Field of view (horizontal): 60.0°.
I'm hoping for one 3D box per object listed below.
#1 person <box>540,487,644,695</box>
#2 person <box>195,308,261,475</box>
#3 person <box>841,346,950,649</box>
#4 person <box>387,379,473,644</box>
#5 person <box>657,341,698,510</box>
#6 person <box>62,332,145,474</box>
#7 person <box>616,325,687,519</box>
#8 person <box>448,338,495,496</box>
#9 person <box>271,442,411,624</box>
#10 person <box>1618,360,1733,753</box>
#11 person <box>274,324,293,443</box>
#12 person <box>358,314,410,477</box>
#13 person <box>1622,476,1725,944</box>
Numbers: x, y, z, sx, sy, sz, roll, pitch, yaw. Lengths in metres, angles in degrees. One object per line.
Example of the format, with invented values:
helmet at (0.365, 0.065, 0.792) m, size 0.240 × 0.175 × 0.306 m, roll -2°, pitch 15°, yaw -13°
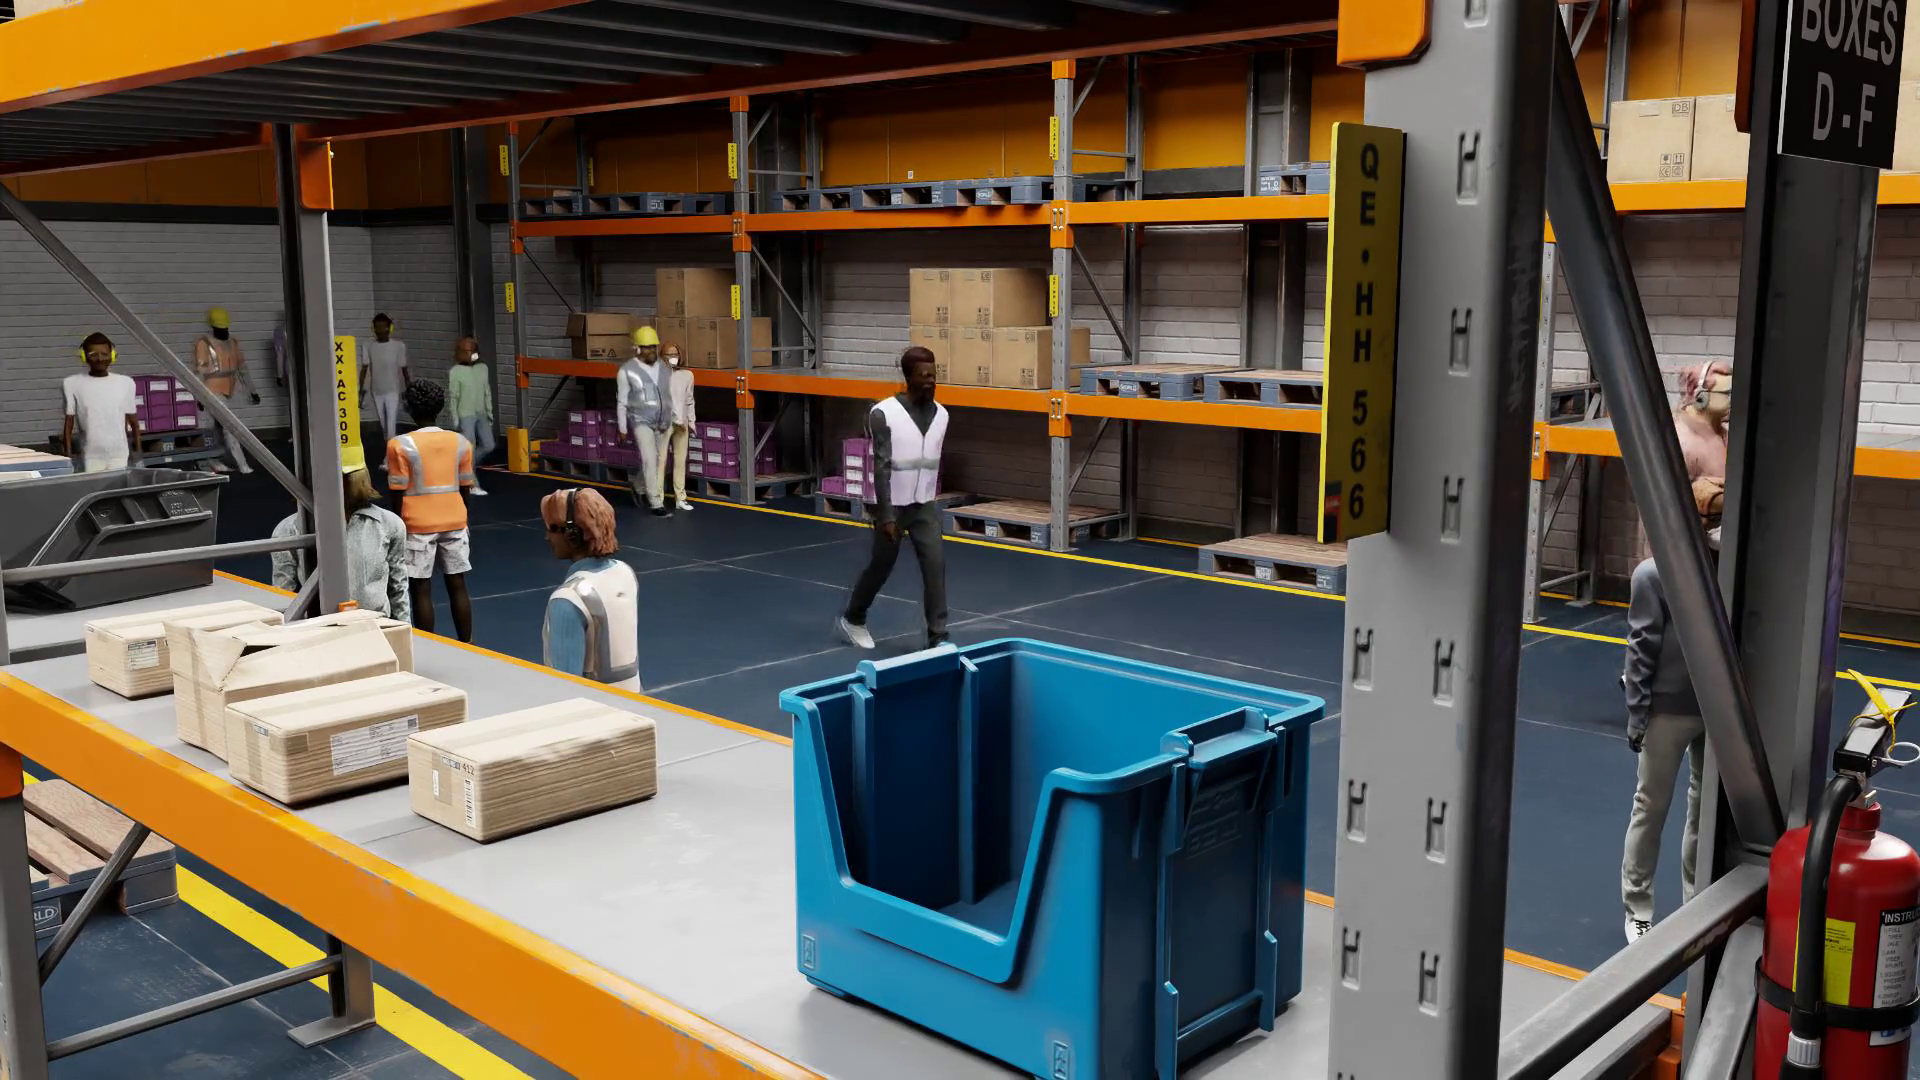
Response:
person at (-1.165, 0.642, 5.332) m, size 0.313 × 1.633 × 0.516 m, roll 2°, pitch 10°, yaw 14°
person at (-8.221, -1.661, 18.726) m, size 0.843 × 1.874 × 0.721 m, roll 2°, pitch 10°, yaw 14°
person at (-0.353, -0.220, 9.876) m, size 0.579 × 1.880 × 0.969 m, roll -8°, pitch 12°, yaw -39°
person at (-3.025, -0.073, 9.546) m, size 0.322 × 1.686 × 0.530 m, roll 8°, pitch 12°, yaw 39°
person at (-2.748, -1.079, 15.873) m, size 0.507 × 1.632 × 0.268 m, roll -7°, pitch 11°, yaw -35°
person at (-6.309, -0.601, 12.257) m, size 0.550 × 1.856 × 0.438 m, roll -7°, pitch 12°, yaw -37°
person at (-2.967, -1.130, 15.697) m, size 0.578 × 1.803 × 0.880 m, roll -9°, pitch 13°, yaw -43°
person at (-5.012, -1.264, 17.030) m, size 0.405 × 1.619 × 0.531 m, roll 6°, pitch 11°, yaw 33°
person at (-2.271, 0.449, 6.175) m, size 0.492 × 1.740 × 0.316 m, roll -6°, pitch 11°, yaw -32°
person at (3.491, 0.080, 7.973) m, size 0.489 × 1.889 × 0.668 m, roll 8°, pitch 12°, yaw 39°
person at (-8.793, -2.244, 22.114) m, size 0.584 × 1.929 × 0.371 m, roll -6°, pitch 11°, yaw -32°
person at (-6.472, -1.626, 18.678) m, size 0.513 × 1.814 × 0.996 m, roll 0°, pitch 9°, yaw 0°
person at (2.479, 0.603, 5.608) m, size 0.498 × 1.618 × 0.280 m, roll -1°, pitch 9°, yaw -7°
